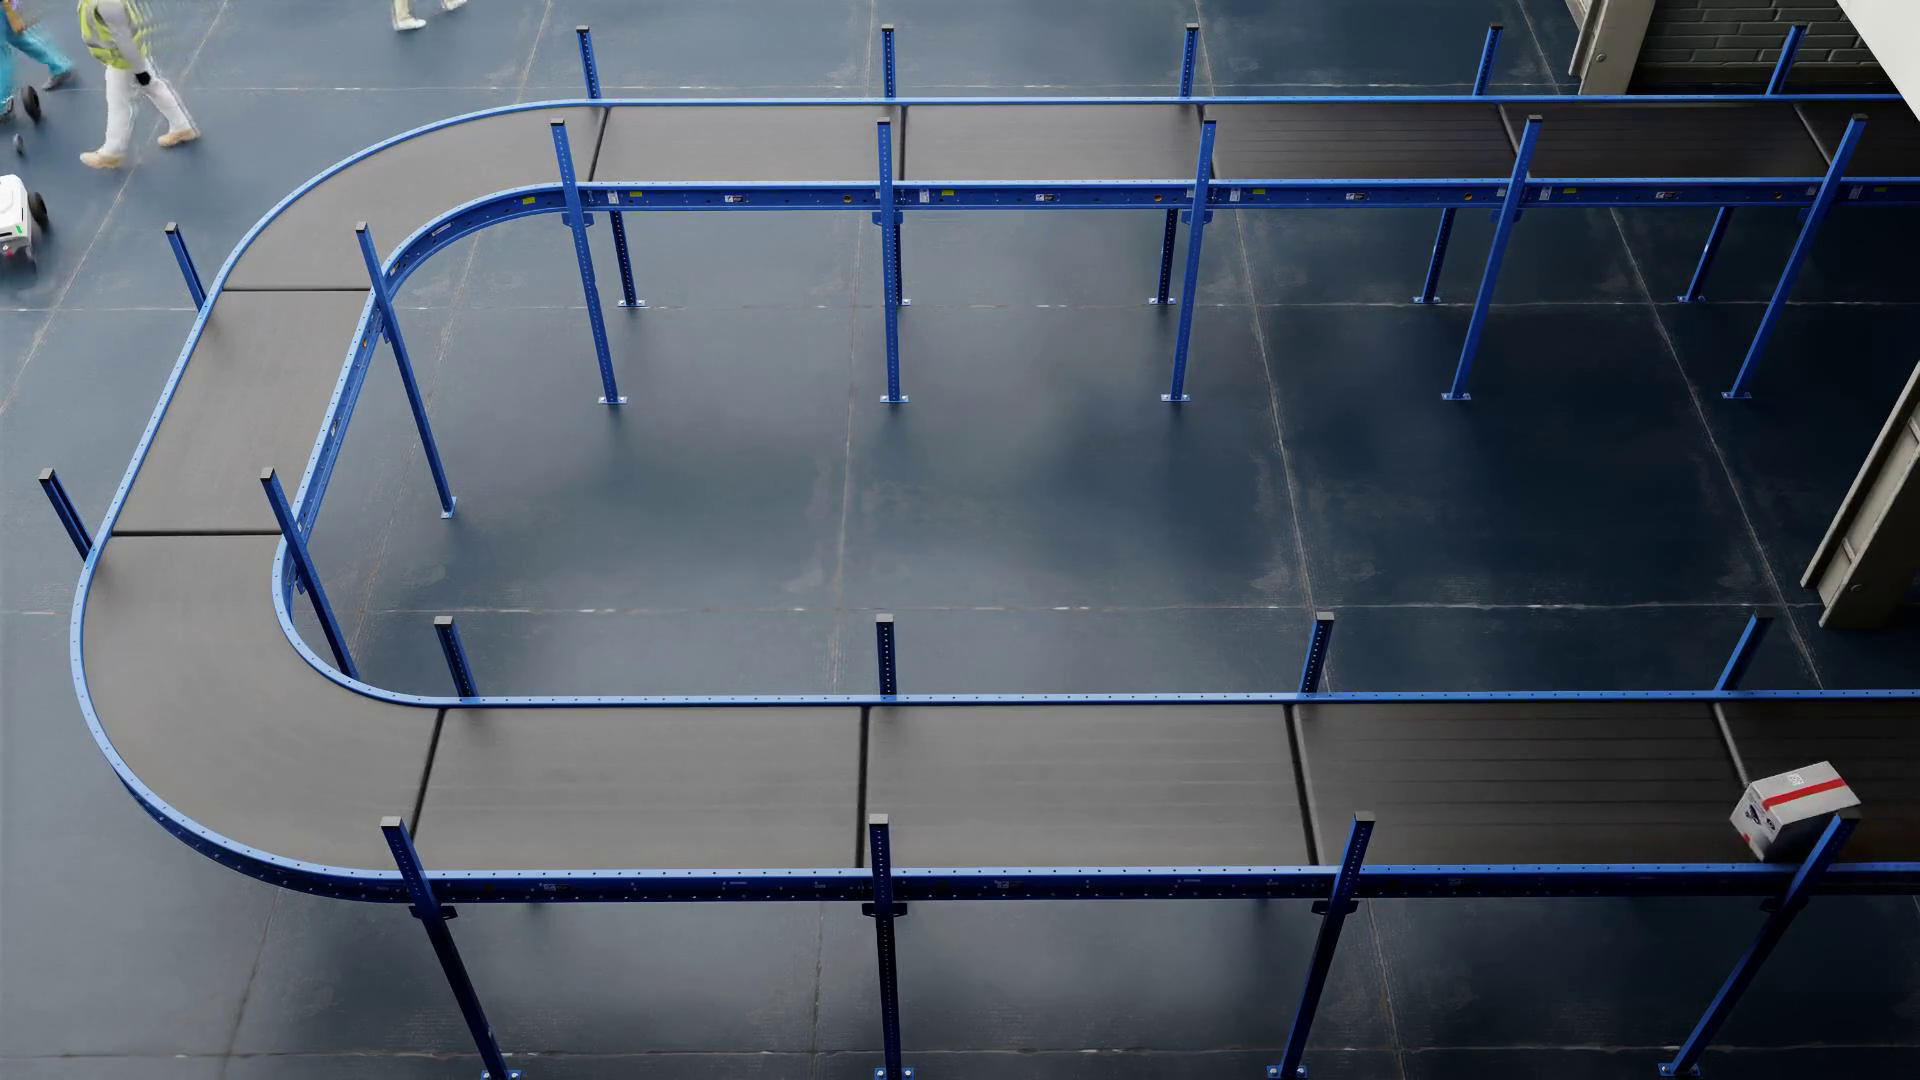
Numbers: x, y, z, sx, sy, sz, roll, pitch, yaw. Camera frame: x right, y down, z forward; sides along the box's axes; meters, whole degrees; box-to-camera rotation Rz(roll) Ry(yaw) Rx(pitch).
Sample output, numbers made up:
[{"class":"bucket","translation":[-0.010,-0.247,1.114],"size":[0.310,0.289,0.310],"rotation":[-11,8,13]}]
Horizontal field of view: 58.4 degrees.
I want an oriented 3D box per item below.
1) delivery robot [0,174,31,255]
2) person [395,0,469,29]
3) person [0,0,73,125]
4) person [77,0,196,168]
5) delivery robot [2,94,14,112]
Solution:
[{"class":"delivery robot","translation":[-7.365,-2.510,13.193],"size":[0.477,0.478,0.707],"rotation":[-15,49,-14]},{"class":"person","translation":[-4.778,-5.310,15.138],"size":[0.801,1.594,0.521],"rotation":[-19,50,-17]},{"class":"person","translation":[-8.002,-4.378,14.137],"size":[0.578,1.799,0.952],"rotation":[36,56,29]},{"class":"person","translation":[-6.787,-3.829,13.622],"size":[0.940,1.794,0.640],"rotation":[-20,50,-17]},{"class":"delivery robot","translation":[-8.002,-3.708,14.136],"size":[0.335,0.223,0.698],"rotation":[-11,48,-10]}]
